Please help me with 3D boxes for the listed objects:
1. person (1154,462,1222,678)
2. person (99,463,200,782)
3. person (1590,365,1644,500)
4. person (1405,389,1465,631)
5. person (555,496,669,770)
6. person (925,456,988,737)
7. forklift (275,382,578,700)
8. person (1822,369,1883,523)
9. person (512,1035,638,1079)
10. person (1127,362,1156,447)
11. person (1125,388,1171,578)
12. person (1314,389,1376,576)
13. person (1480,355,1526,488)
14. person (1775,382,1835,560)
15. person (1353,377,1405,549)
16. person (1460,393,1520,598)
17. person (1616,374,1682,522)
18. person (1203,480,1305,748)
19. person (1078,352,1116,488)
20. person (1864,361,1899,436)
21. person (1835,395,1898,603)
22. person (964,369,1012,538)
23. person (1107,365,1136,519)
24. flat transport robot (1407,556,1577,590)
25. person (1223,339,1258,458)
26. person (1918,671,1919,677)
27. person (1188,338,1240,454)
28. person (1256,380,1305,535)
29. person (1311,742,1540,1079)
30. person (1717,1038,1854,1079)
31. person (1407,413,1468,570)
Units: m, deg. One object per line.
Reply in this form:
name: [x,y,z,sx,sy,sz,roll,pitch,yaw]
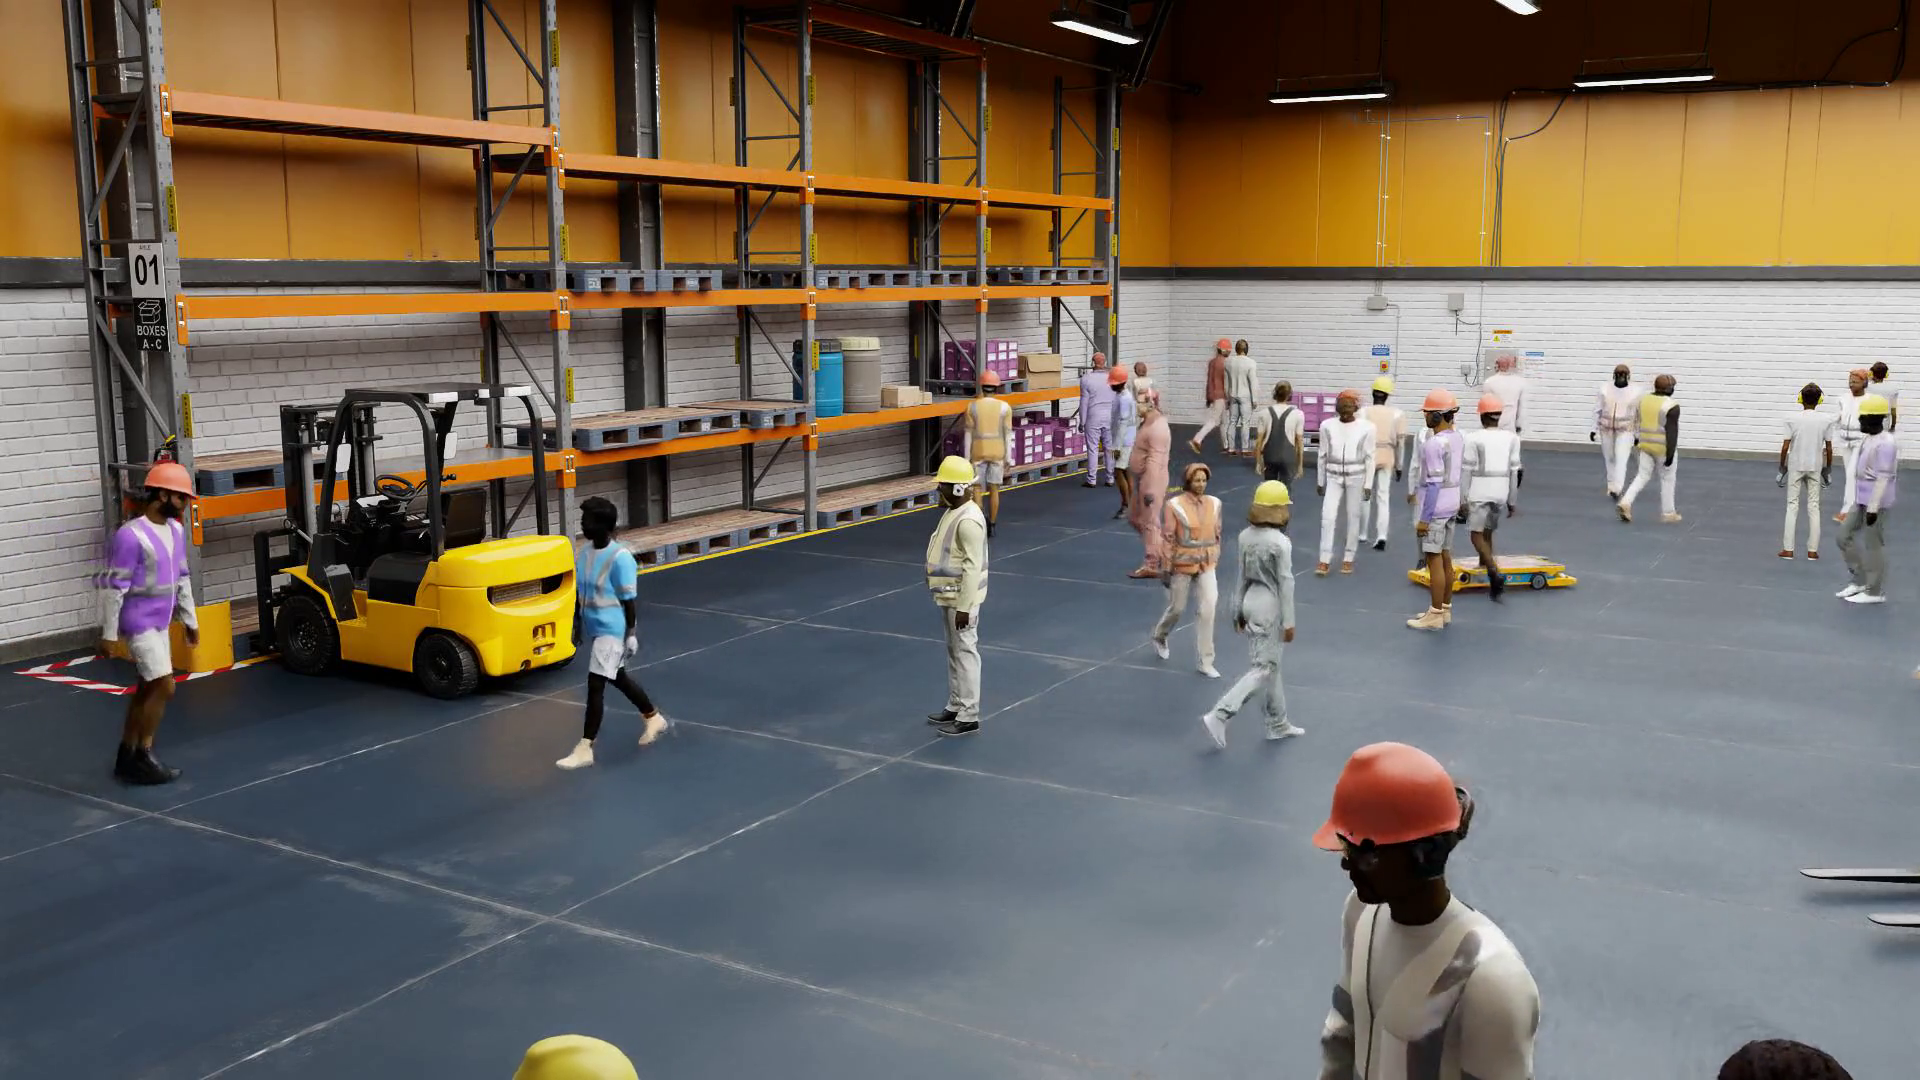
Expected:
person: [1.719,0.197,12.597,0.517,1.611,0.737,-3,10,-20]
person: [-4.798,0.493,9.848,0.621,1.889,0.559,0,9,2]
person: [8.757,-1.439,22.227,0.624,1.792,0.953,6,11,34]
person: [4.014,-0.252,14.039,0.370,2.044,0.608,6,11,33]
person: [-2.152,0.538,10.305,0.843,1.661,0.537,-8,12,-41]
person: [-0.024,0.362,10.862,0.404,1.833,0.592,-2,9,-11]
forklift: [-3.974,-0.067,12.417,2.313,2.155,1.214,5,11,30]
person: [10.728,-1.124,20.080,0.817,1.853,0.586,-4,10,-22]
person: [-0.619,1.682,2.835,0.321,1.767,0.533,-5,10,-28]
person: [2.936,-2.057,26.675,0.522,1.605,0.814,-2,9,-11]
person: [1.844,-0.556,16.390,0.425,1.892,0.674,0,9,0]
person: [3.810,-0.555,16.504,0.597,1.854,0.802,4,10,22]
person: [7.571,-1.640,23.206,0.650,1.885,0.747,-2,9,-11]
person: [8.882,-0.719,17.499,0.537,1.869,0.314,3,9,16]
person: [4.596,-0.852,18.344,0.626,1.873,0.981,1,9,4]
person: [4.961,-0.423,15.560,0.553,1.907,0.909,-2,9,-10]
person: [8.374,-1.100,20.052,0.812,1.819,0.624,-4,10,-26]
person: [1.891,0.471,10.553,0.780,1.714,0.490,-4,10,-24]
person: [1.952,-1.684,23.404,0.641,1.909,0.409,-3,10,-20]
person: [11.967,-1.402,21.765,0.507,1.871,0.329,1,9,9]
person: [8.214,-0.363,15.125,0.500,1.912,0.611,2,9,10]
person: [0.322,-0.975,18.922,0.557,1.926,0.451,0,9,-3]
person: [1.984,-1.205,20.462,0.365,1.898,0.679,1,9,4]
flat transport robot: [5.133,0.309,16.056,1.431,0.197,0.652,-2,9,-11]
person: [4.599,-2.312,27.224,0.630,1.940,0.372,8,12,42]
person: [7.037,0.284,11.490,0.626,1.803,0.946,-2,9,-13]
person: [4.248,-2.391,27.707,0.960,1.955,0.628,-3,10,-18]
person: [3.563,-0.862,18.524,0.513,1.833,0.411,4,10,22]
person: [0.980,1.429,3.624,0.485,2.018,0.627,-2,9,-11]
person: [1.202,1.653,2.700,0.604,1.876,0.996,1,9,4]
person: [4.667,-0.486,16.222,0.602,1.810,0.424,4,10,25]
